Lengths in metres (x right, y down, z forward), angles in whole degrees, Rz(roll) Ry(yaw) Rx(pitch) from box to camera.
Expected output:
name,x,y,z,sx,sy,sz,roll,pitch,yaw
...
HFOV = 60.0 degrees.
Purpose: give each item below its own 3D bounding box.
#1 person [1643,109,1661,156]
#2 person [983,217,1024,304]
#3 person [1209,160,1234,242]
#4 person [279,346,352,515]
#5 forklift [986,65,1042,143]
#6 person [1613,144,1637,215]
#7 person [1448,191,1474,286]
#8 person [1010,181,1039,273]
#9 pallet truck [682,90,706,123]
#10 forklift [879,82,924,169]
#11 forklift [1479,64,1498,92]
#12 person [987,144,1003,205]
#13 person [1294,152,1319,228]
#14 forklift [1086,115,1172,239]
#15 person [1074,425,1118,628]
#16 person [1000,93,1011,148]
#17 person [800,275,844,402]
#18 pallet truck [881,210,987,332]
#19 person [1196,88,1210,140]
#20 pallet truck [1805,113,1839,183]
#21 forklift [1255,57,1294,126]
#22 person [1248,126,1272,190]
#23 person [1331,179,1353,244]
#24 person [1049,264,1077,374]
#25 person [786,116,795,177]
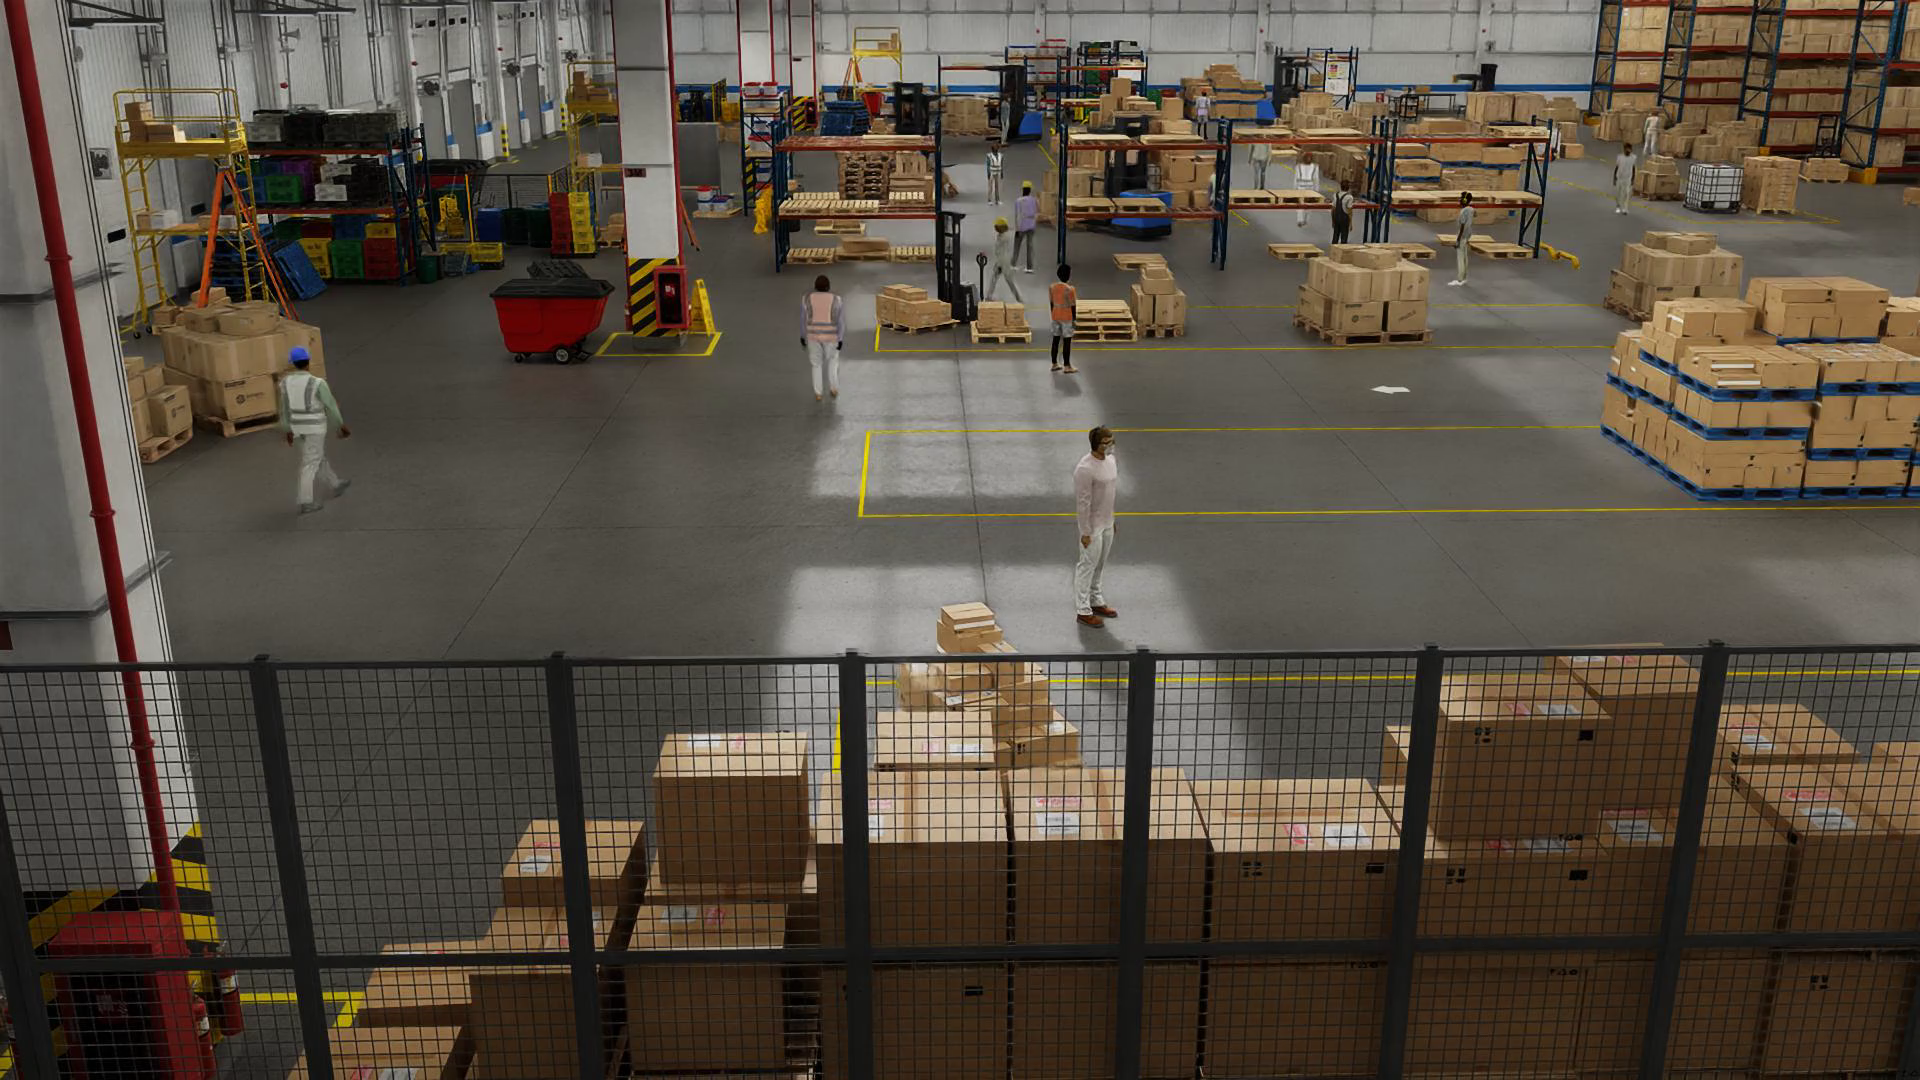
name,x,y,z,sx,sy,sz,roll,pitch,yaw
person,23.975,-14.109,57.657,0.551,1.618,0.559,9,21,25
person,0.791,-5.192,31.099,0.886,1.697,0.499,-4,19,-11
person,6.148,-7.921,38.886,0.600,1.899,0.596,-11,22,-29
person,-7.457,-1.308,19.286,0.639,1.874,0.996,8,20,22
forklift,2.090,-16.460,62.702,1.873,2.768,1.129,-10,21,-26
person,17.377,-9.441,43.519,0.538,1.812,0.986,6,19,16
person,10.070,-6.043,33.351,0.322,1.875,0.524,13,23,34
person,1.310,-6.591,34.956,0.603,1.879,0.900,-11,21,-29
pallet truck,-9.671,-15.907,62.421,0.823,1.965,1.885,5,19,15
forklift,-1.621,-13.024,52.507,1.129,2.768,1.873,14,23,35
forklift,20.136,-16.775,63.636,1.873,2.768,1.129,0,19,-1
person,0.951,-9.991,45.421,0.511,1.641,0.307,-11,21,-29
person,8.587,-8.674,41.231,0.596,1.821,1.035,3,19,9
forklift,4.093,-8.700,39.680,1.129,2.768,1.873,-15,24,-38
person,1.300,-0.145,15.754,0.372,1.940,0.631,11,21,29
person,1.665,-15.366,60.920,0.363,1.932,0.638,4,19,11
person,-2.014,-2.962,24.301,0.649,1.820,0.680,-1,19,-3
pallet truck,-0.493,-4.759,29.349,1.885,1.965,0.823,-13,23,-34
person,9.351,-16.395,63.962,0.549,1.936,0.376,8,20,22
pallet truck,26.403,-11.957,50.702,0.823,1.965,1.885,6,19,16
forklift,13.400,-18.646,69.186,1.129,2.768,1.873,-16,25,-40
person,8.648,-10.985,47.986,0.656,1.883,1.003,4,19,11
person,8.197,-6.810,35.668,0.328,1.844,0.514,-16,25,-40
person,1.614,-3.448,25.919,0.318,1.700,0.537,-18,25,-42
person,-5.214,-12.028,51.042,0.728,1.909,0.565,-12,22,-32
